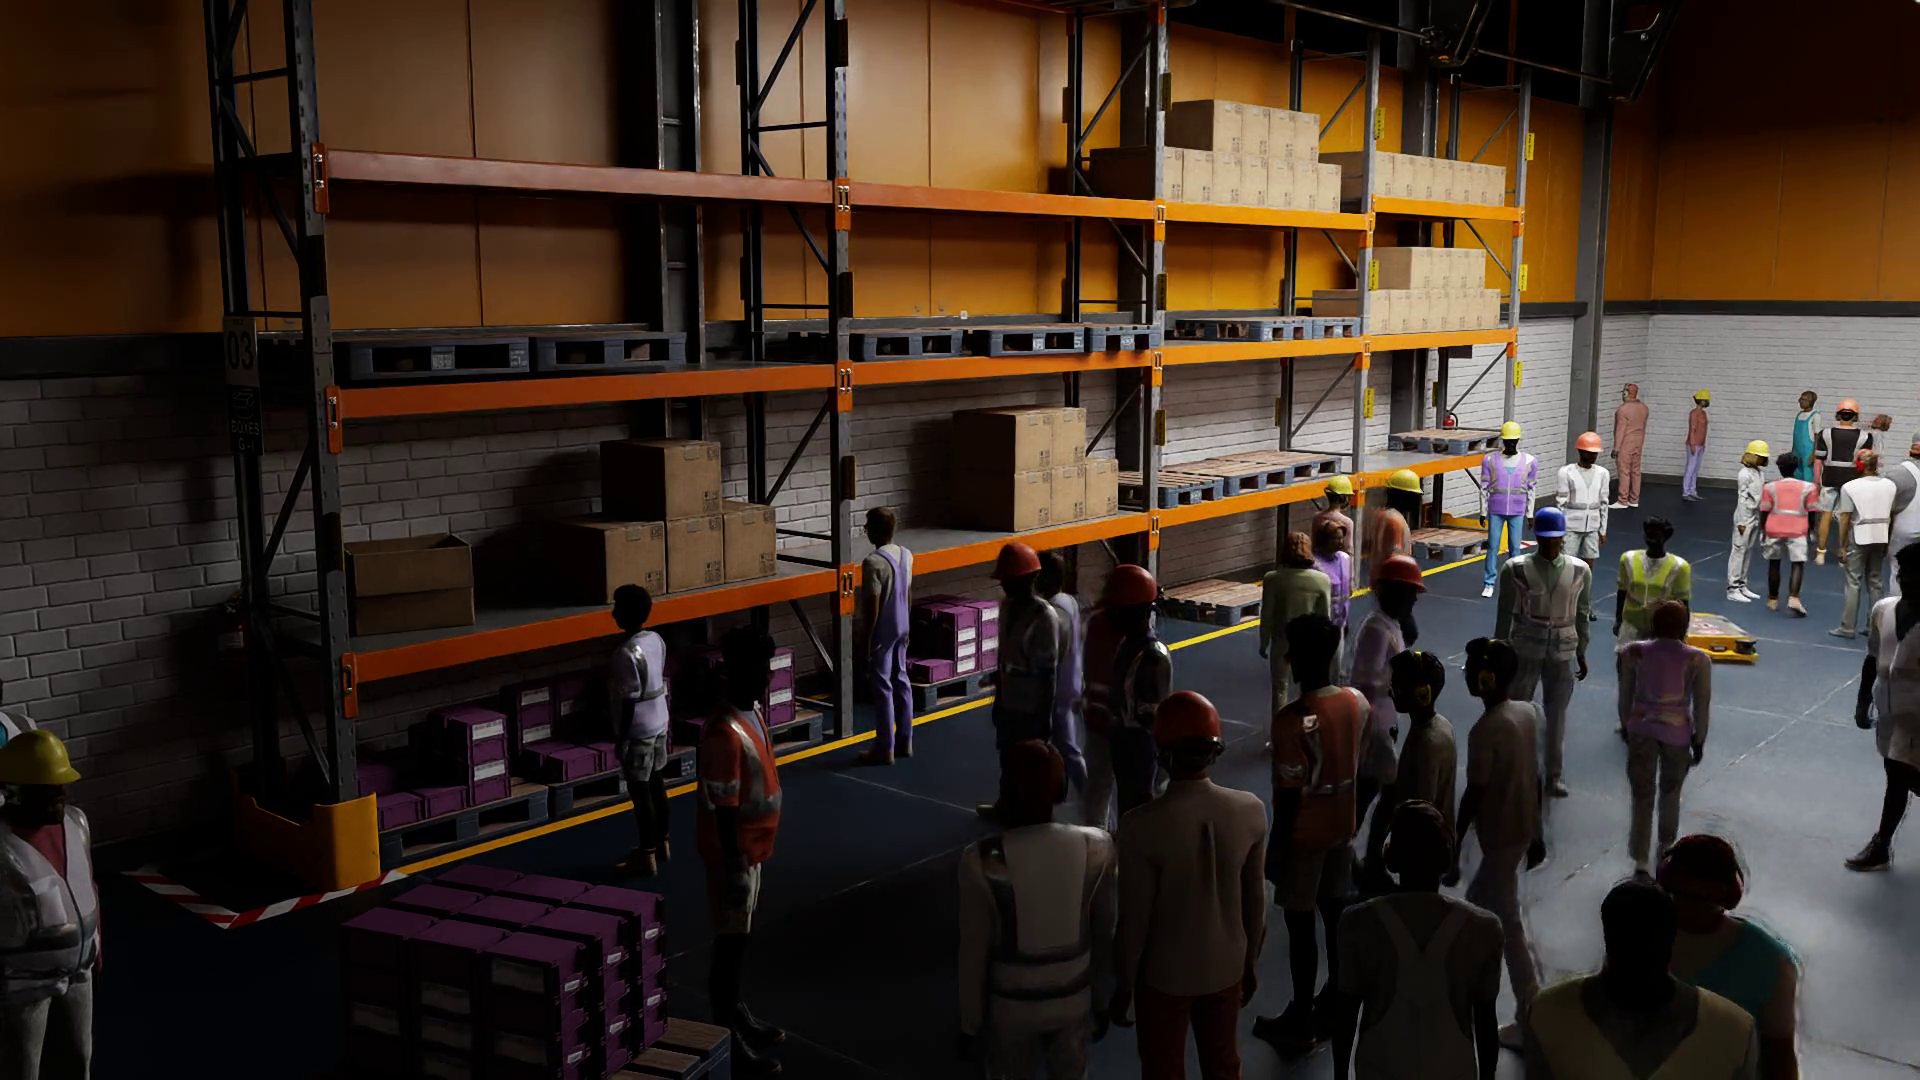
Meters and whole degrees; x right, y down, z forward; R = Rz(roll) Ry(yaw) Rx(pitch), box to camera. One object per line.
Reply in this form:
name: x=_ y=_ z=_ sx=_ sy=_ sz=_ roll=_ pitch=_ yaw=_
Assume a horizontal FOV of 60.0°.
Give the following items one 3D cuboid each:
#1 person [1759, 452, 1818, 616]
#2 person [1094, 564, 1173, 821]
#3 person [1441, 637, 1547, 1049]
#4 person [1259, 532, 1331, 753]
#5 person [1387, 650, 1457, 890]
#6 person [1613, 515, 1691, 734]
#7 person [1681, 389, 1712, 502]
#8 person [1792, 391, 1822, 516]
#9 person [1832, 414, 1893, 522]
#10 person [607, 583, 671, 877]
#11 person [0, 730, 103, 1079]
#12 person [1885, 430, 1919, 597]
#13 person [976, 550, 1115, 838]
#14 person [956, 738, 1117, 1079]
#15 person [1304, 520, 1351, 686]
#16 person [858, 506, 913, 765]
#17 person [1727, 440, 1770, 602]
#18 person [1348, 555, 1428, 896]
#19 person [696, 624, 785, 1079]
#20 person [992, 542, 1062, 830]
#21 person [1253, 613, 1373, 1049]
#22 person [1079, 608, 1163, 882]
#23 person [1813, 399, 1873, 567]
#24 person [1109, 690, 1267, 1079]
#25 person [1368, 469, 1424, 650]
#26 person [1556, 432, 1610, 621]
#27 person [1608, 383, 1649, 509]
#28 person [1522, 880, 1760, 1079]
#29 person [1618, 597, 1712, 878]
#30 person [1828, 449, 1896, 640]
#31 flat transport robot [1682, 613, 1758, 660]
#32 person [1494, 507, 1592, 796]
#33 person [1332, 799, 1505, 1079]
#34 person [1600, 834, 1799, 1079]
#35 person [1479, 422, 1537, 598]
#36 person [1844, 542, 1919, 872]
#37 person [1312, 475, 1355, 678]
person: x=8.514 y=-0.059 z=17.138 sx=0.546 sy=1.670 sz=0.588 roll=4 pitch=10 yaw=25
person: x=0.866 y=1.128 z=8.345 sx=0.405 sy=2.035 sz=0.601 roll=-1 pitch=9 yaw=-8
person: x=2.368 y=1.346 z=7.496 sx=0.759 sy=1.847 sz=0.577 roll=8 pitch=12 yaw=42
person: x=2.428 y=0.753 z=12.066 sx=0.513 sy=1.625 sz=0.282 roll=0 pitch=9 yaw=-2
person: x=1.981 y=1.388 z=7.224 sx=0.334 sy=1.860 sz=0.510 roll=3 pitch=9 yaw=18
person: x=5.176 y=0.649 z=12.514 sx=0.560 sy=1.678 sz=0.540 roll=6 pitch=11 yaw=35
person: x=11.556 y=-1.481 z=26.042 sx=0.334 sy=1.761 sz=0.528 roll=8 pitch=12 yaw=42
person: x=12.364 y=-1.266 z=24.370 sx=0.345 sy=1.847 sz=0.506 roll=-2 pitch=9 yaw=-11
person: x=12.715 y=-0.973 z=23.286 sx=0.787 sy=1.601 sz=0.540 roll=6 pitch=11 yaw=34
person: x=-1.863 y=1.093 z=9.633 sx=0.317 sy=1.695 sz=0.540 roll=2 pitch=9 yaw=10
person: x=-3.356 y=1.584 z=6.081 sx=0.403 sy=1.824 sz=0.595 roll=2 pitch=9 yaw=14
person: x=9.309 y=-0.091 z=16.162 sx=0.677 sy=2.000 sz=0.536 roll=4 pitch=10 yaw=22
person: x=0.557 y=0.949 z=10.301 sx=0.951 sy=1.787 sz=0.522 roll=3 pitch=9 yaw=19
person: x=0.266 y=1.606 z=5.735 sx=0.584 sy=1.883 sz=0.337 roll=-3 pitch=9 yaw=-17
person: x=2.789 y=0.653 z=12.692 sx=0.521 sy=1.630 sz=0.314 roll=-8 pitch=12 yaw=-41
person: x=-0.530 y=0.677 z=11.844 sx=0.327 sy=1.842 sz=0.517 roll=6 pitch=11 yaw=34
person: x=8.505 y=-0.207 z=17.890 sx=0.321 sy=1.737 sz=0.487 roll=9 pitch=12 yaw=44
person: x=2.366 y=1.032 z=9.375 sx=0.540 sy=1.897 sz=0.591 roll=3 pitch=9 yaw=16
person: x=-0.955 y=1.332 z=7.237 sx=0.373 sy=1.962 sz=0.605 roll=0 pitch=9 yaw=1
person: x=0.367 y=0.964 z=9.745 sx=0.392 sy=1.929 sz=0.556 roll=-4 pitch=10 yaw=-27
person: x=1.578 y=1.293 z=7.479 sx=0.602 sy=1.967 sz=0.368 roll=-8 pitch=12 yaw=-41
person: x=1.008 y=1.053 z=9.516 sx=0.782 sy=1.811 sz=0.628 roll=-8 pitch=12 yaw=-41
person: x=10.625 y=-0.689 z=20.063 sx=0.612 sy=2.033 sz=0.411 roll=5 pitch=10 yaw=28
person: x=0.800 y=1.518 z=5.936 sx=0.623 sy=1.992 sz=0.396 roll=-4 pitch=10 yaw=-25
person: x=3.559 y=0.374 z=13.592 sx=0.427 sy=1.901 sz=0.614 roll=1 pitch=9 yaw=7
person: x=6.288 y=-0.131 z=16.799 sx=0.546 sy=1.933 sz=0.381 roll=-1 pitch=9 yaw=-4
person: x=10.077 y=-1.416 z=25.135 sx=0.639 sy=1.911 sz=0.406 roll=-5 pitch=10 yaw=-31
person: x=1.817 y=1.793 z=4.533 sx=0.587 sy=1.885 sz=0.833 roll=3 pitch=9 yaw=16
person: x=4.080 y=1.139 z=9.675 sx=0.499 sy=1.594 sz=0.875 roll=4 pitch=10 yaw=22
person: x=8.687 y=0.047 z=15.951 sx=0.595 sy=1.835 sz=0.392 roll=-2 pitch=9 yaw=-11
flat transport robot: x=6.923 y=0.880 z=15.584 sx=0.652 sy=0.197 sz=1.431 roll=1 pitch=9 yaw=9
person: x=3.884 y=0.741 z=11.096 sx=0.614 sy=1.946 sz=0.390 roll=1 pitch=9 yaw=7
person: x=1.415 y=1.712 z=5.199 sx=0.501 sy=1.839 sz=0.348 roll=2 pitch=9 yaw=11
person: x=2.155 y=1.756 z=5.054 sx=0.935 sy=1.784 sz=0.591 roll=-6 pitch=10 yaw=-33
person: x=5.930 y=-0.323 z=18.026 sx=0.588 sy=1.927 sz=0.370 roll=2 pitch=9 yaw=13
person: x=5.624 y=0.955 z=9.782 sx=0.922 sy=1.935 sz=0.609 roll=-3 pitch=9 yaw=-21
person: x=3.252 y=0.316 z=14.459 sx=0.347 sy=1.760 sz=0.528 roll=-4 pitch=10 yaw=-24
